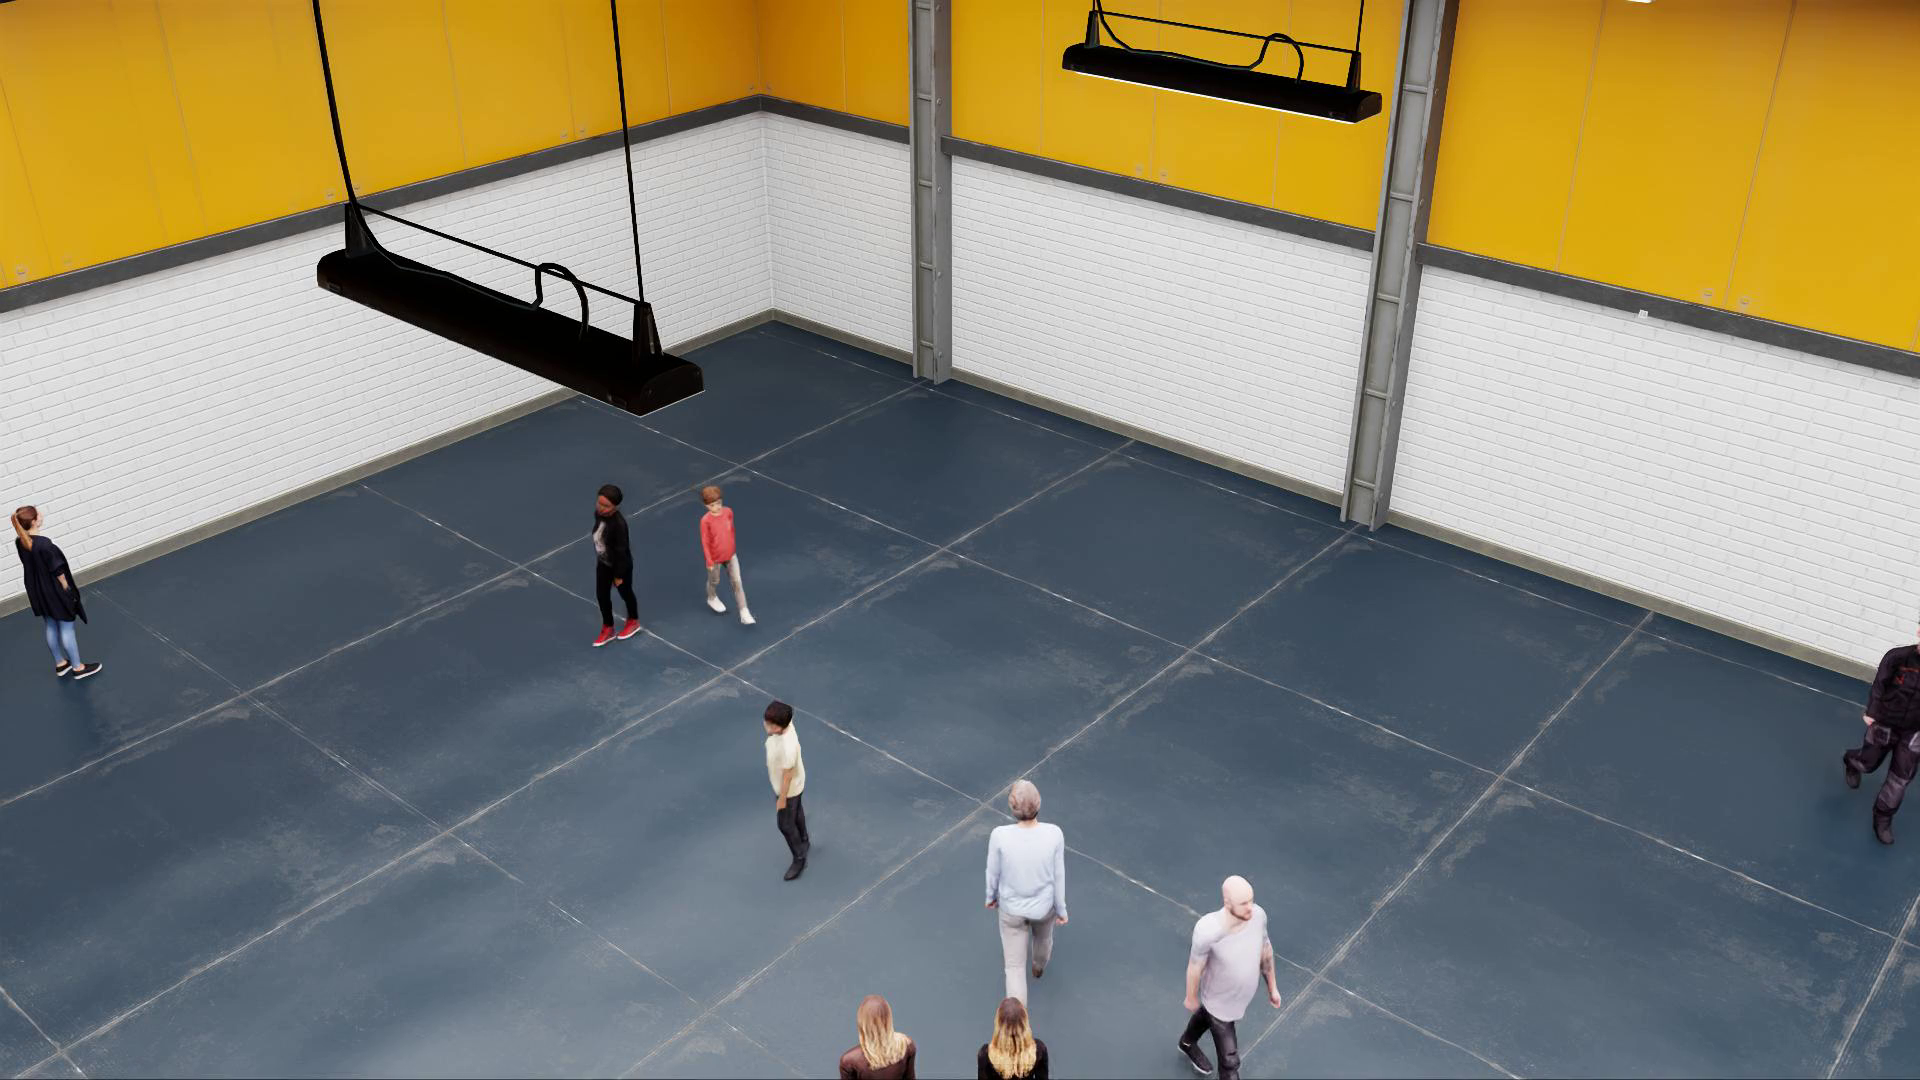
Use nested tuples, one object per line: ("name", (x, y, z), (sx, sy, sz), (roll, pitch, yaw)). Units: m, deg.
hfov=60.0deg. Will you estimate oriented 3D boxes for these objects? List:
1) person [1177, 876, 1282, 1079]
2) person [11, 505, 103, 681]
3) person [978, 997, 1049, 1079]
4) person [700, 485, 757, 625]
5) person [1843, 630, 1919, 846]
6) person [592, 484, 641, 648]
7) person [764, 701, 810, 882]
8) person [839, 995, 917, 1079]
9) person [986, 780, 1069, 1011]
("person", (1.588, 2.752, 10.244), (0.936, 1.778, 1.324), (-19, 34, -31))
("person", (-7.969, 0.452, 14.560), (0.586, 1.683, 0.743), (13, 31, 22))
("person", (0.298, 3.298, 9.374), (0.970, 1.653, 1.049), (-4, 29, -6))
("person", (-2.272, 0.118, 15.495), (0.646, 1.373, 0.976), (-22, 36, -34))
("person", (7.152, 1.356, 12.690), (1.152, 1.886, 1.058), (6, 29, 11))
("person", (-3.112, 0.192, 15.085), (0.716, 1.637, 0.705), (-25, 37, -38))
("person", (-1.241, 1.778, 12.254), (0.816, 1.564, 0.747), (2, 29, 3))
("person", (-0.453, 3.261, 9.390), (0.673, 1.703, 0.652), (-13, 31, -22))
("person", (0.428, 2.455, 10.732), (1.248, 1.833, 1.272), (-1, 29, -2))
